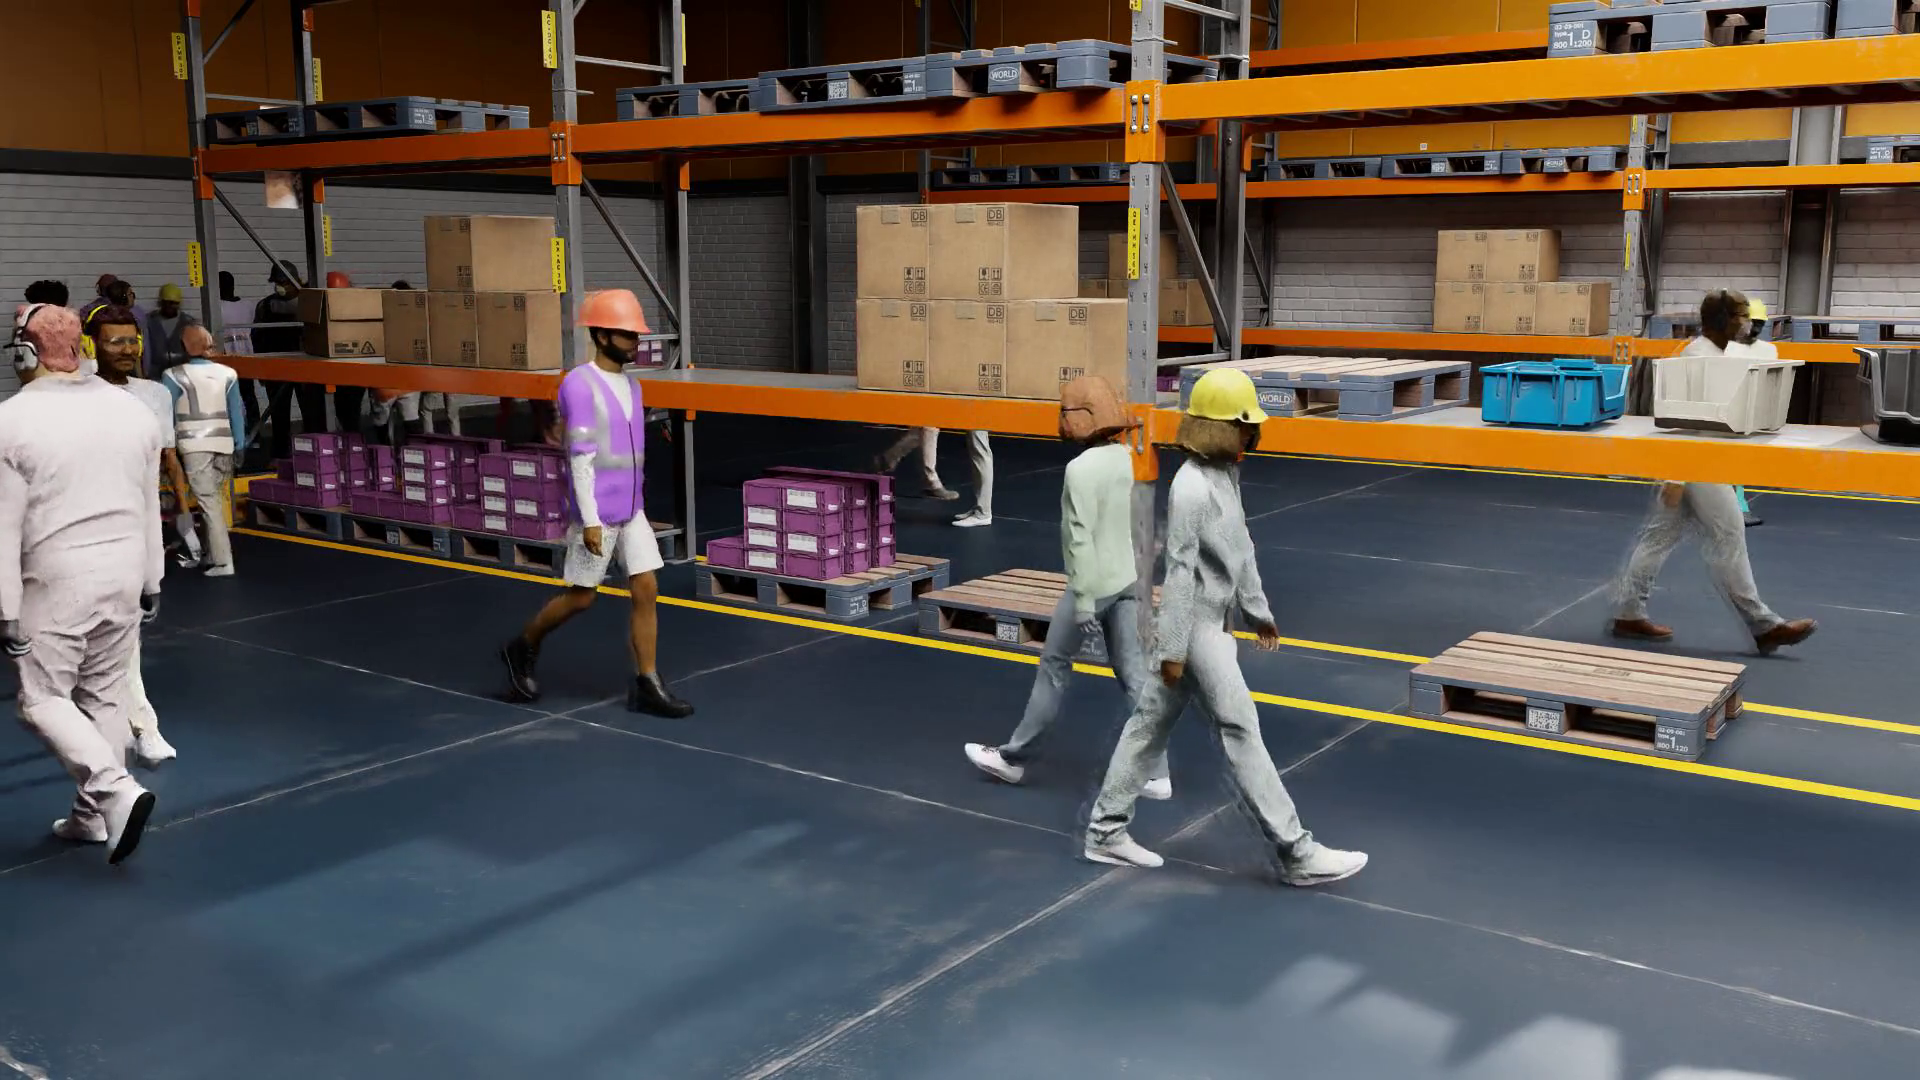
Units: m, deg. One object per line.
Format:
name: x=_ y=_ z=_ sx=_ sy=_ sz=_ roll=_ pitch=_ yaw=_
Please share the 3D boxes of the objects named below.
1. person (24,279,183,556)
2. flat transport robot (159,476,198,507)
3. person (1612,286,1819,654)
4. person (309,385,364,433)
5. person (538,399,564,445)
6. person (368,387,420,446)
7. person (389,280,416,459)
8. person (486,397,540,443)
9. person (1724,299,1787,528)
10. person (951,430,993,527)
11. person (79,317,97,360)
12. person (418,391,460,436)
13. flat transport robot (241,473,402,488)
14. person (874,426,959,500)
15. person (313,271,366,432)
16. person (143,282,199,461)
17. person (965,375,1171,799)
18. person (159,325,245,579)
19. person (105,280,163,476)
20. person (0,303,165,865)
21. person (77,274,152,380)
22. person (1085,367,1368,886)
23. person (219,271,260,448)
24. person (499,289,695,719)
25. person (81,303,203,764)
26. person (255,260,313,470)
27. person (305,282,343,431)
person: x=-5.677 y=-0.739 z=10.864 sx=1.002 sy=1.912 sz=0.658 roll=-4 pitch=10 yaw=-21
flat transport robot: x=-6.817 y=-0.379 z=13.557 sx=1.431 sy=0.197 sz=0.652 roll=-4 pitch=10 yaw=-24
person: x=3.939 y=-0.357 z=8.631 sx=1.012 sy=1.880 sz=0.651 roll=5 pitch=11 yaw=25
person: x=-5.894 y=-1.567 z=15.821 sx=0.591 sy=1.896 sz=0.841 roll=5 pitch=11 yaw=29
person: x=-3.123 y=-1.147 z=13.339 sx=0.712 sy=1.884 sz=0.649 roll=4 pitch=11 yaw=25
person: x=-5.171 y=-1.346 z=15.192 sx=0.539 sy=1.652 sz=0.831 roll=-9 pitch=13 yaw=-42
person: x=-5.677 y=-1.685 z=16.738 sx=0.563 sy=1.822 sz=0.912 roll=-1 pitch=10 yaw=-4
person: x=-4.853 y=-1.867 z=18.092 sx=0.527 sy=1.733 sz=0.844 roll=5 pitch=11 yaw=26
person: x=5.952 y=-0.948 z=12.605 sx=0.531 sy=1.730 sz=0.900 roll=-2 pitch=10 yaw=-12
person: x=0.105 y=-1.058 z=12.676 sx=0.369 sy=1.928 sz=0.585 roll=1 pitch=10 yaw=6
person: x=-6.412 y=-0.819 z=12.146 sx=0.519 sy=1.615 sz=0.365 roll=-6 pitch=11 yaw=-32
person: x=-5.236 y=-1.571 z=16.655 sx=0.603 sy=1.615 sz=0.522 roll=6 pitch=11 yaw=30
flat transport robot: x=-5.458 y=-0.470 z=14.097 sx=1.431 sy=0.197 sz=0.652 roll=-7 pitch=12 yaw=-34
person: x=-0.386 y=-1.324 z=14.134 sx=0.754 sy=1.976 sz=0.630 roll=4 pitch=10 yaw=21
person: x=-5.741 y=-1.548 z=15.608 sx=0.592 sy=1.941 sz=0.996 roll=1 pitch=10 yaw=8
person: x=-7.932 y=-1.682 z=16.726 sx=0.604 sy=1.806 sz=0.434 roll=-5 pitch=11 yaw=-27
person: x=0.445 y=0.180 z=6.290 sx=0.810 sy=1.595 sz=0.512 roll=6 pitch=11 yaw=32
person: x=-4.909 y=-0.567 z=10.665 sx=0.703 sy=1.610 sz=0.528 roll=5 pitch=11 yaw=28
person: x=-7.668 y=-1.460 z=15.315 sx=0.506 sy=1.847 sz=0.345 roll=7 pitch=12 yaw=34
person: x=-2.928 y=0.157 z=5.556 sx=0.665 sy=1.887 sz=0.658 roll=5 pitch=11 yaw=27
person: x=-8.340 y=-1.675 z=16.455 sx=0.647 sy=1.897 sz=0.395 roll=-3 pitch=10 yaw=-16
person: x=0.840 y=0.291 z=5.356 sx=0.946 sy=1.681 sz=0.505 roll=2 pitch=10 yaw=14
person: x=-7.751 y=-1.906 z=17.772 sx=0.386 sy=1.914 sz=0.587 roll=4 pitch=10 yaw=24
person: x=-1.637 y=-0.159 z=7.415 sx=0.907 sy=1.908 sz=0.552 roll=5 pitch=11 yaw=26
person: x=-3.335 y=-0.022 z=6.723 sx=0.825 sy=1.843 sz=0.525 roll=7 pitch=12 yaw=35
person: x=-6.468 y=-1.686 z=16.078 sx=0.688 sy=2.000 sz=0.536 roll=-1 pitch=10 yaw=-7
person: x=-6.749 y=-1.848 z=17.684 sx=0.337 sy=1.835 sz=0.653 roll=-2 pitch=10 yaw=-11
